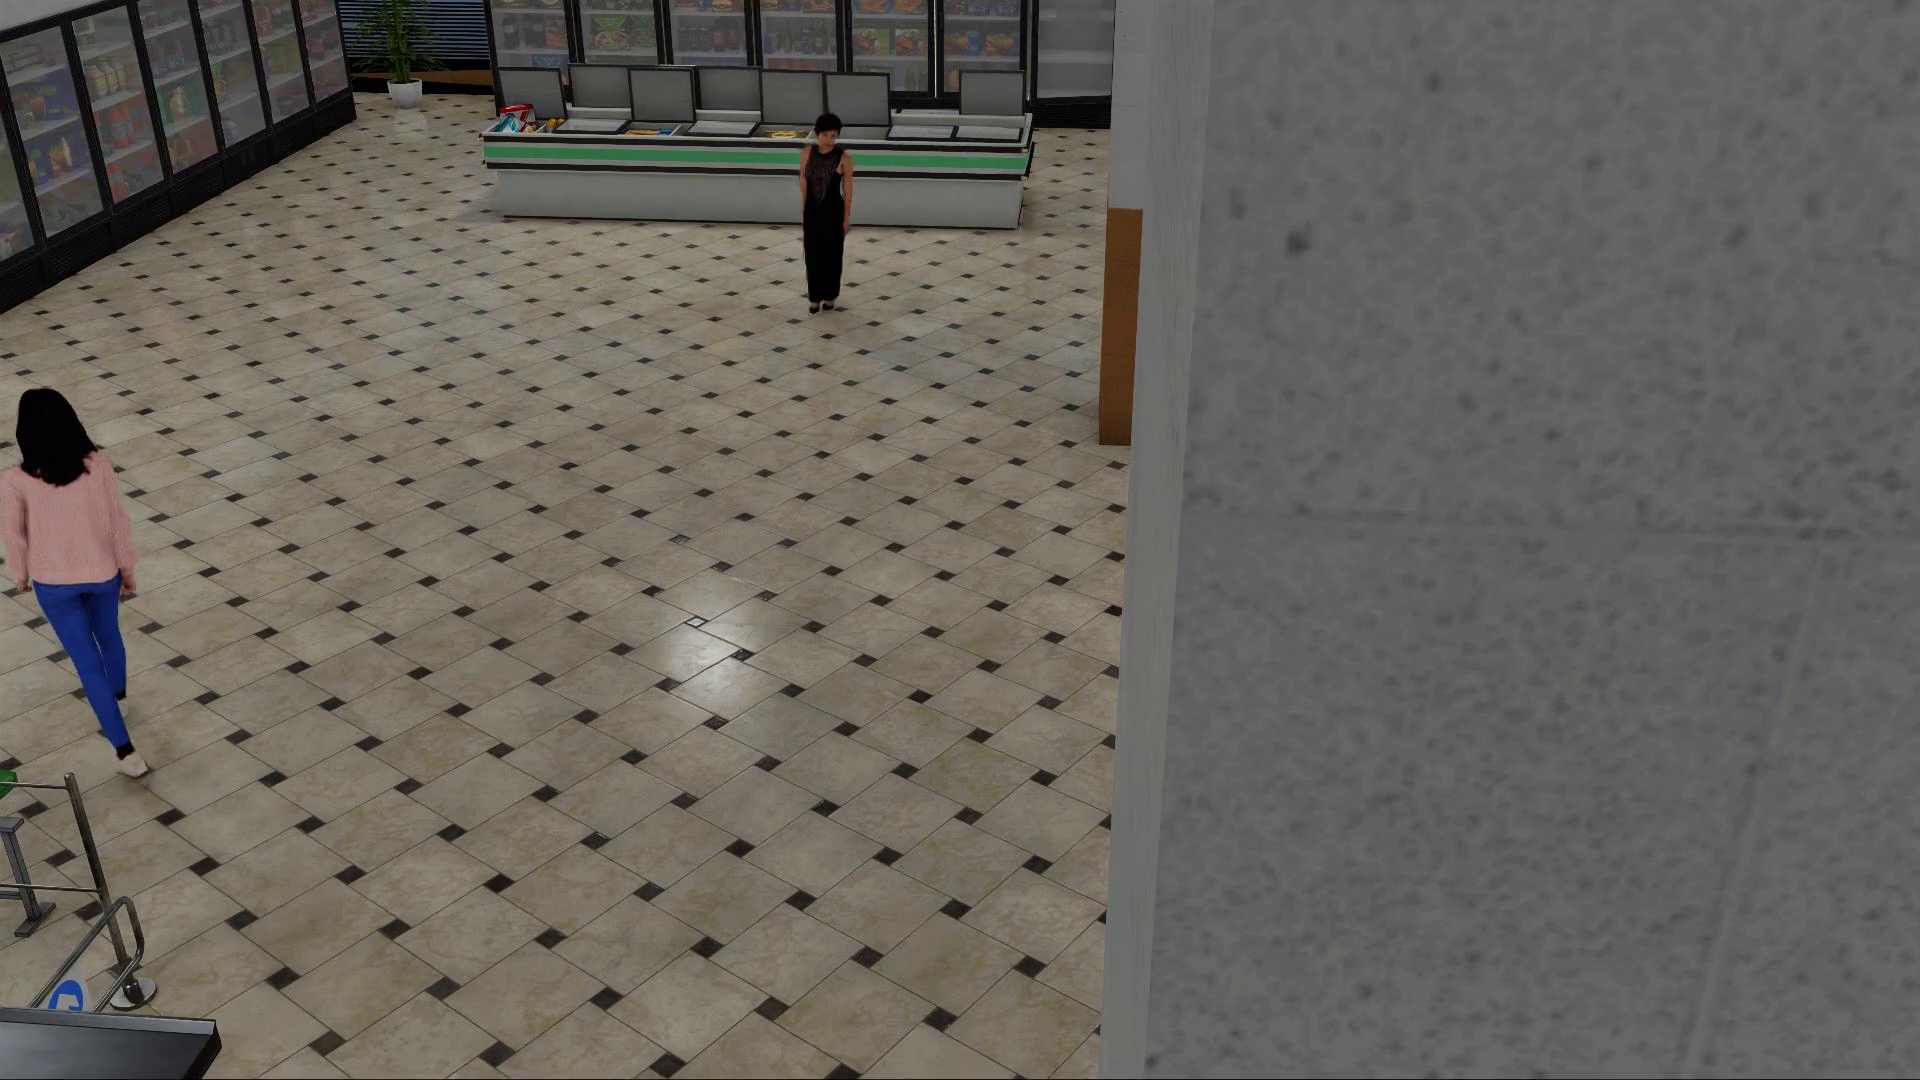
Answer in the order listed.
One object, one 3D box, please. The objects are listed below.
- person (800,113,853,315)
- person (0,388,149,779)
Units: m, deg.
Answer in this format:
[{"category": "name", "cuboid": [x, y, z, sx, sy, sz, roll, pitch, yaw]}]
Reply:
[{"category": "person", "cuboid": [-1.028, -2.496, 12.752, 0.629, 1.565, 0.702, 10, 29, 20]}, {"category": "person", "cuboid": [-3.795, 0.233, 7.193, 1.139, 1.726, 1.174, -18, 32, -32]}]
